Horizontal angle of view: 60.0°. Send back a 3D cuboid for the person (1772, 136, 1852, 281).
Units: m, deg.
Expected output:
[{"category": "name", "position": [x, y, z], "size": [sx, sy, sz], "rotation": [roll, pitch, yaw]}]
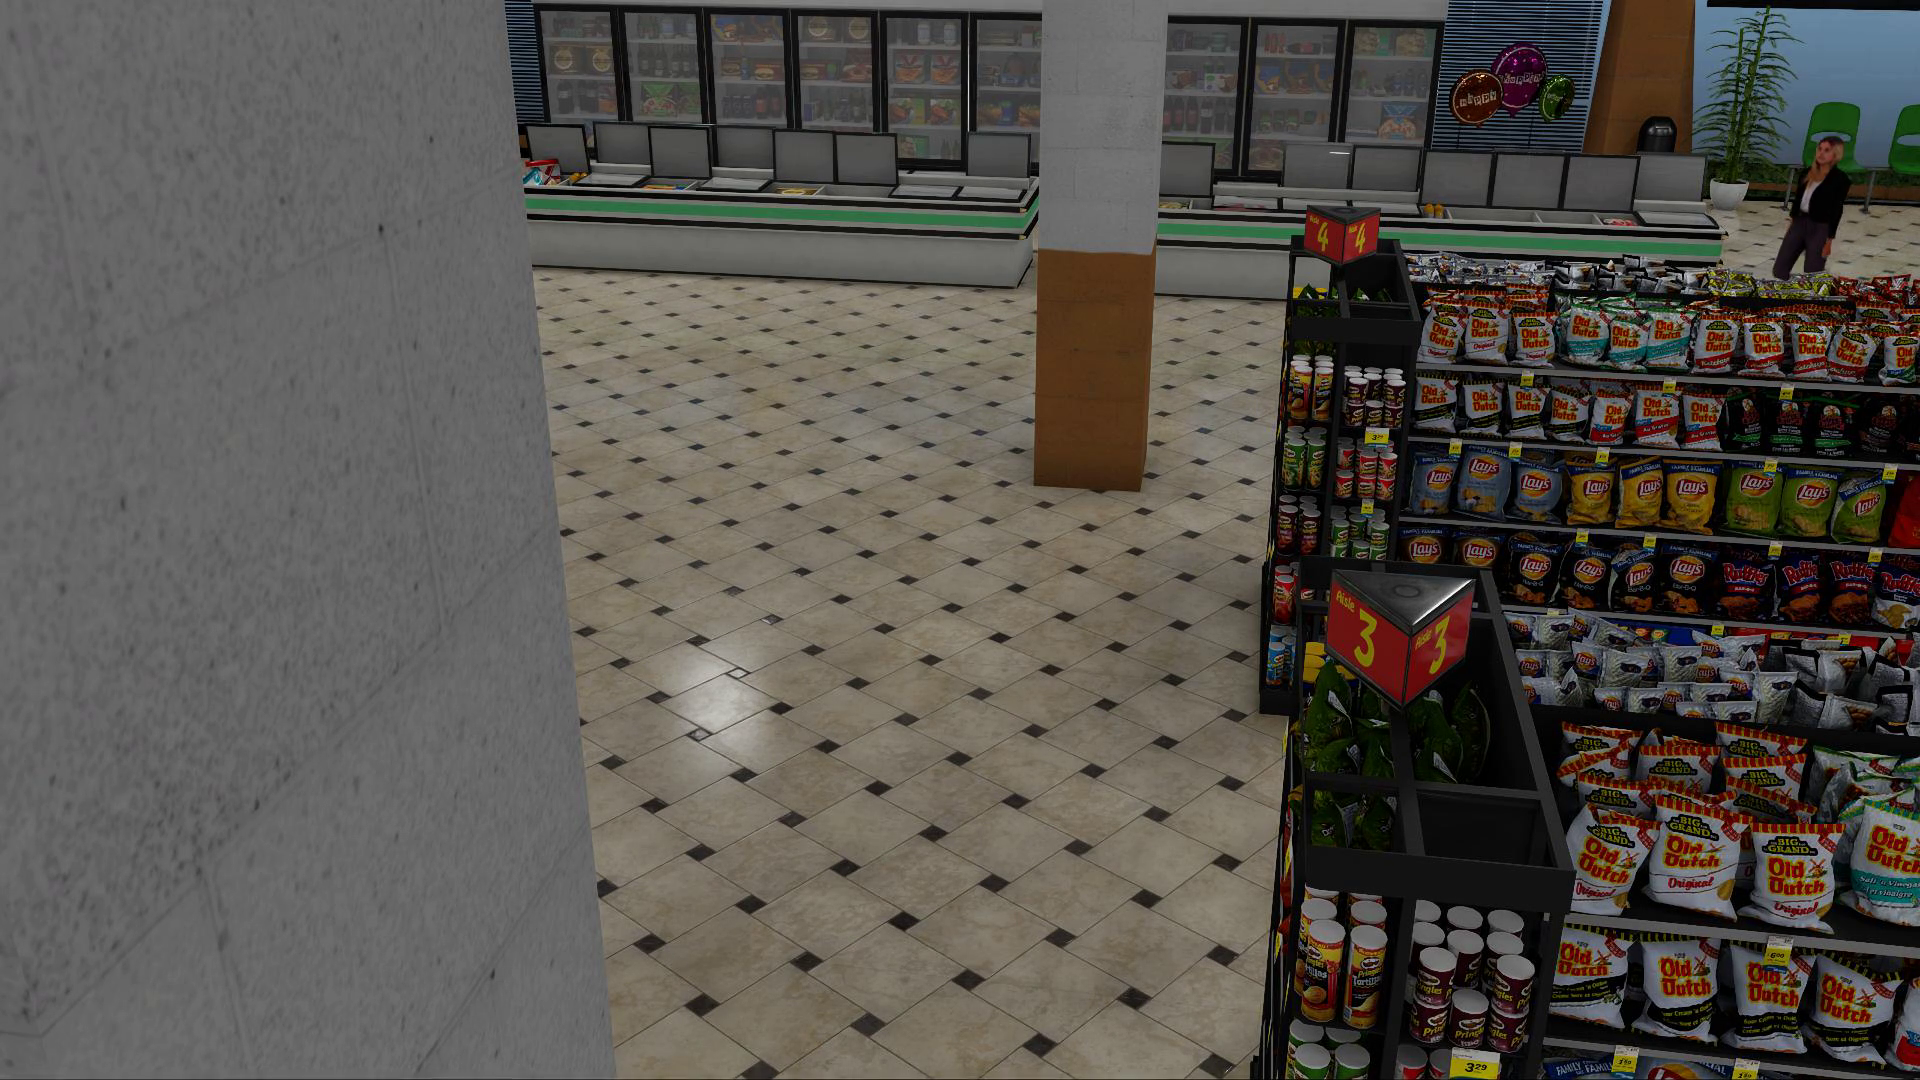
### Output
[{"category": "person", "position": [6.978, -2.454, 13.549], "size": [0.758, 1.662, 0.705], "rotation": [-14, 27, -29]}]
